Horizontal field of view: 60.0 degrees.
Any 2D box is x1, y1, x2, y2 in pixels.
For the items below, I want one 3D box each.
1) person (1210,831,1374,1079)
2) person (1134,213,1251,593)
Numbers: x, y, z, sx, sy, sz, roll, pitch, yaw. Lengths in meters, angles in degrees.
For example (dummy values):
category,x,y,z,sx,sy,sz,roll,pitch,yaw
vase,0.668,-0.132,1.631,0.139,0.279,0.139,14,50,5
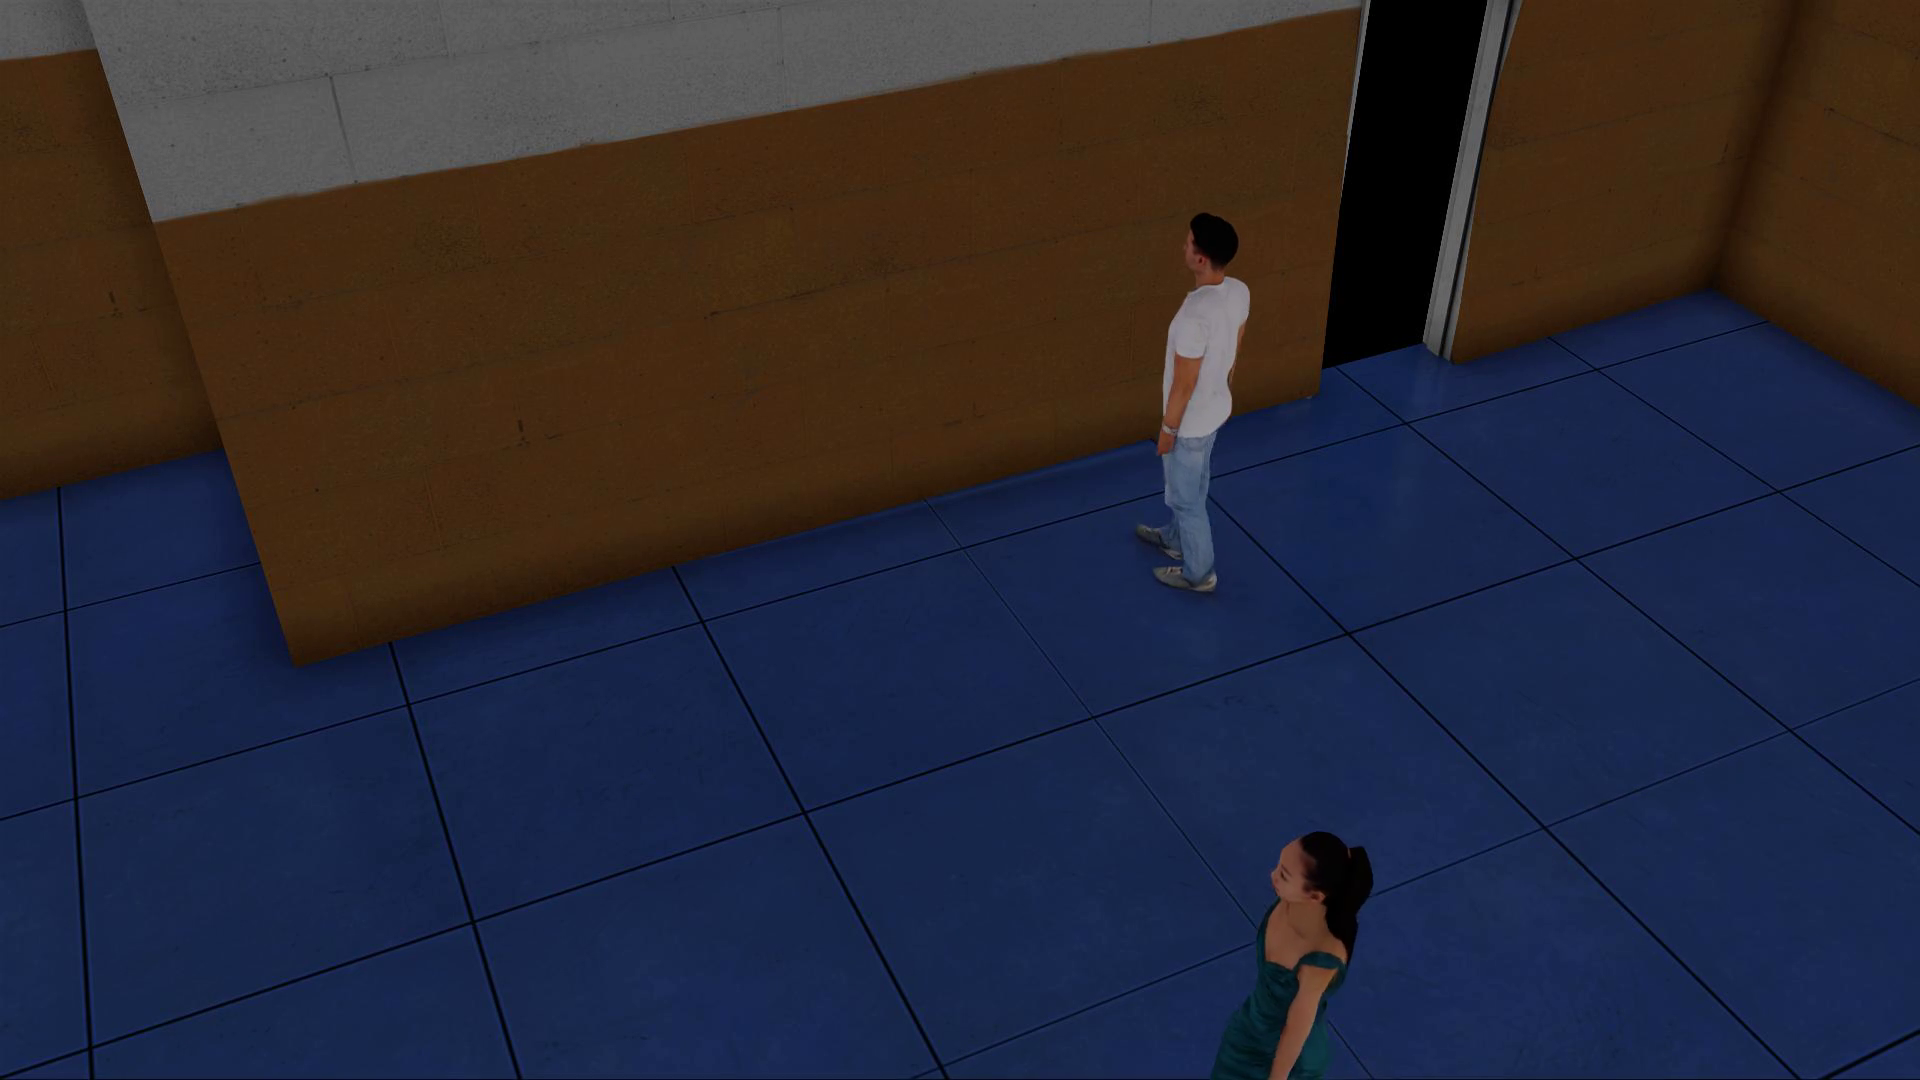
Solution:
category,x,y,z,sx,sy,sz,roll,pitch,yaw
person,1.020,1.464,4.849,0.701,1.680,0.637,-3,37,-4
person,1.087,-0.570,7.410,0.937,1.859,0.864,24,43,28
